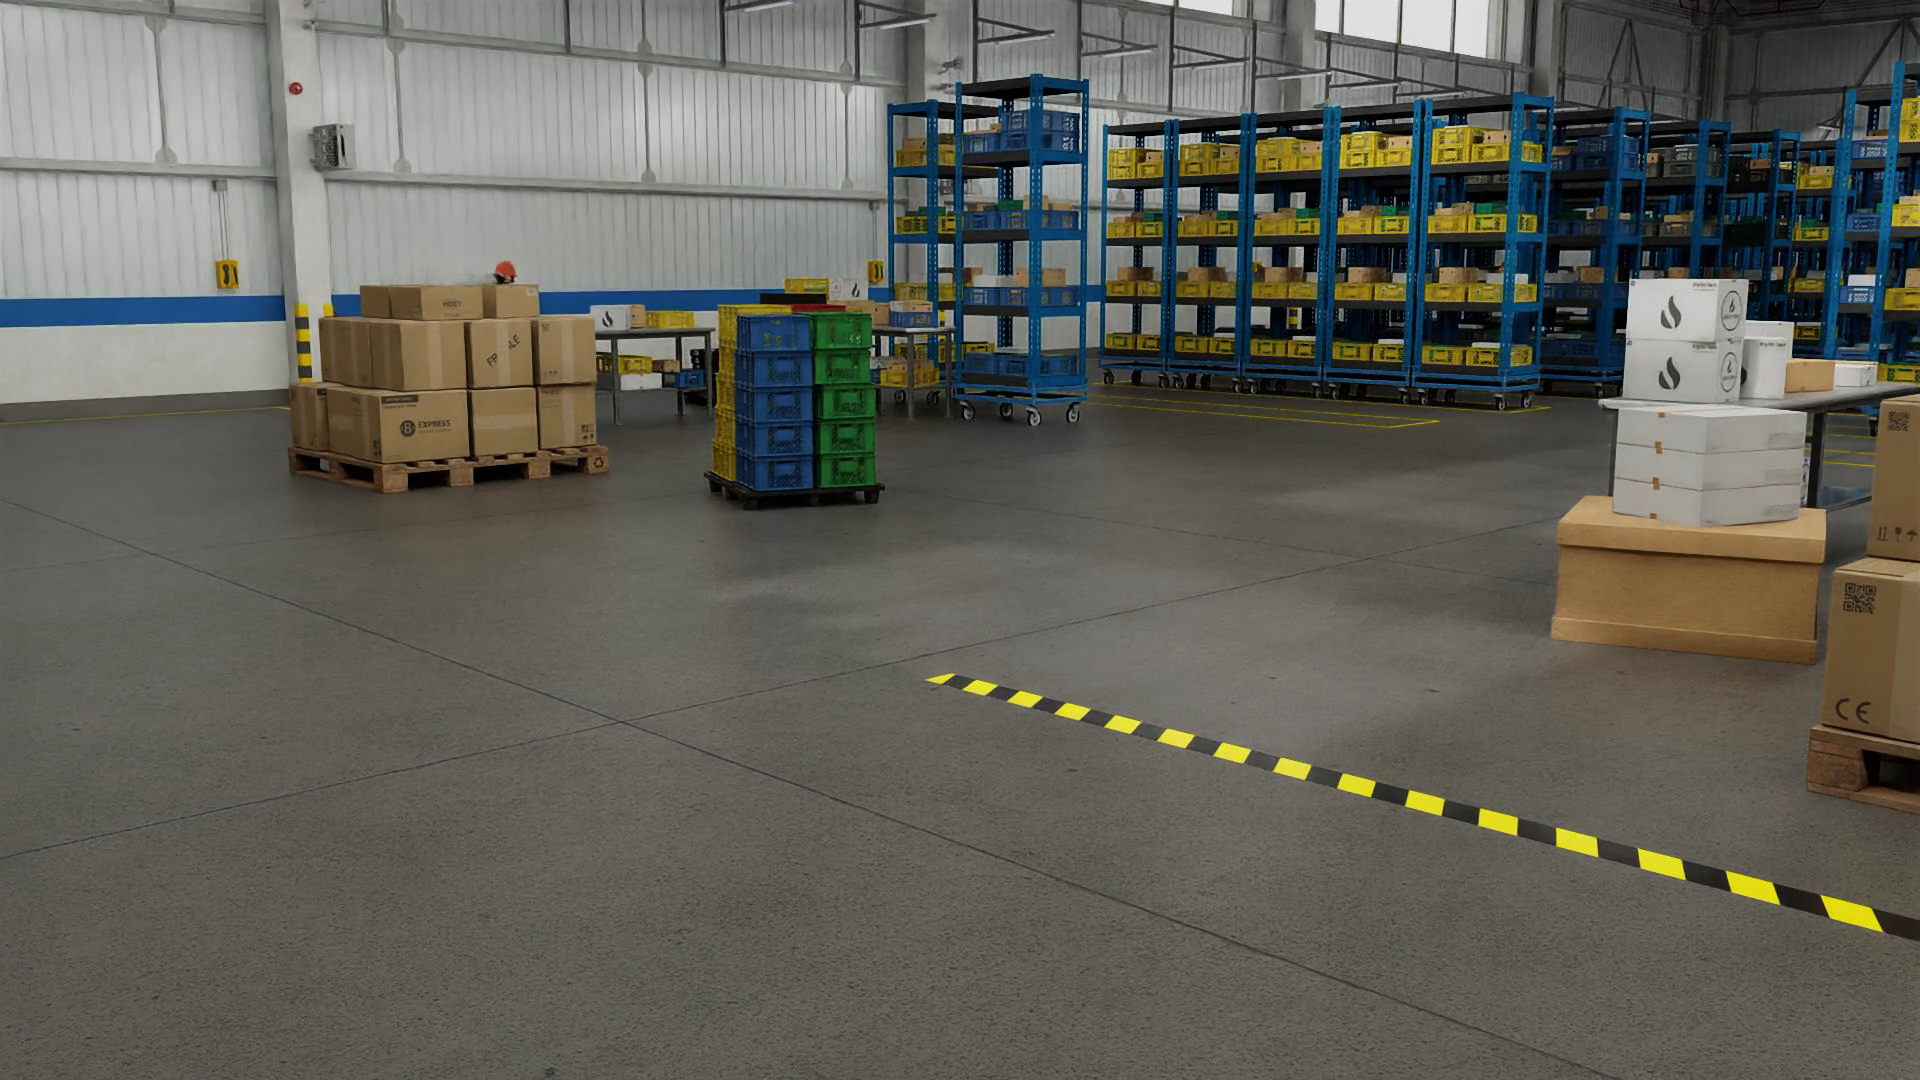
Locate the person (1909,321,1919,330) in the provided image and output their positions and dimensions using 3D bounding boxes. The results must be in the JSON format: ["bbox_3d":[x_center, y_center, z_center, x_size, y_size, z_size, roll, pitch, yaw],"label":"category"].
[{"bbox_3d":[15.892,-3.733,27.337,0.984,1.798,0.572,-6,11,-34],"label":"person"}]

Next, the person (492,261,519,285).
[{"bbox_3d":[-5.100,-2.212,18.366,0.576,1.729,0.678,6,11,32],"label":"person"}]
